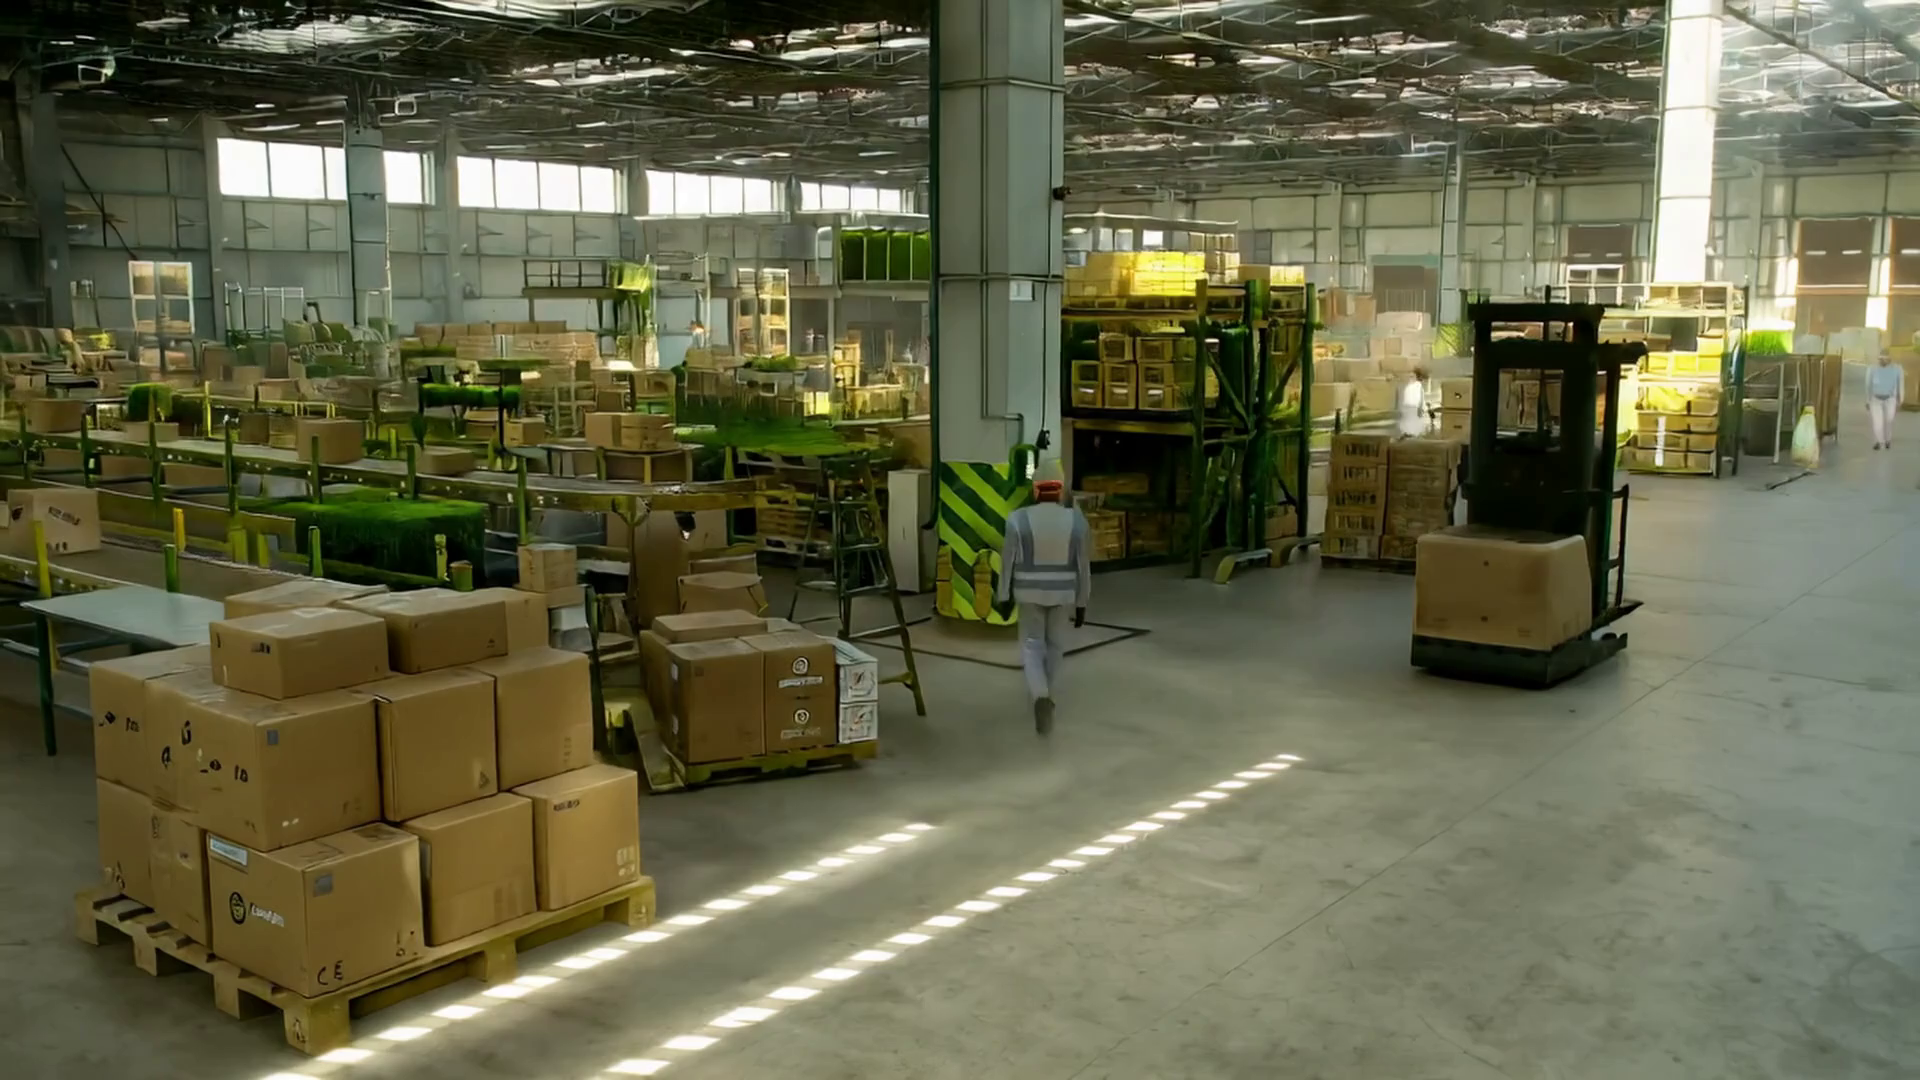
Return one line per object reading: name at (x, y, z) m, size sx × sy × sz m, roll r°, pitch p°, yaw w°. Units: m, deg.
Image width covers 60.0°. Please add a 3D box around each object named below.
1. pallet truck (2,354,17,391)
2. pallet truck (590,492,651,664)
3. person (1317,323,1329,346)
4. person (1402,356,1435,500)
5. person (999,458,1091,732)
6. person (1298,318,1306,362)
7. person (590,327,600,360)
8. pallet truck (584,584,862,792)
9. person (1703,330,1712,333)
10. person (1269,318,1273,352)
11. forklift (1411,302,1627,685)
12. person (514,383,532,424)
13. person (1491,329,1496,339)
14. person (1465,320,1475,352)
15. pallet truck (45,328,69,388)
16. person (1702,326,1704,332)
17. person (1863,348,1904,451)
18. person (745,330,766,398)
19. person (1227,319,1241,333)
pallet truck at (-24.881, -4.417, 42.634) m, size 1.885 × 1.965 × 0.823 m, roll 8°, pitch 11°, yaw 41°
pallet truck at (-3.115, 0.344, 12.883) m, size 0.653 × 1.274 × 1.630 m, roll 7°, pitch 11°, yaw 37°
person at (13.272, -7.014, 60.734) m, size 1.001 × 1.837 × 0.580 m, roll 0°, pitch 8°, yaw -2°
person at (6.350, -1.535, 23.103) m, size 0.437 × 2.028 × 0.604 m, roll 2°, pitch 9°, yaw 16°
person at (0.575, 0.362, 11.077) m, size 0.597 × 1.805 × 0.802 m, roll -1°, pitch 9°, yaw -7°
person at (14.120, -8.284, 68.720) m, size 0.399 × 1.989 × 0.622 m, roll -3°, pitch 9°, yaw -18°
person at (-12.422, -6.366, 56.633) m, size 0.297 × 1.744 × 0.484 m, roll -1°, pitch 8°, yaw -4°
pallet truck at (-1.426, 0.805, 10.019) m, size 1.601 × 1.201 × 0.680 m, roll -4°, pitch 9°, yaw -26°
person at (19.436, -4.481, 43.257) m, size 0.620 × 1.928 × 0.887 m, roll -7°, pitch 11°, yaw -41°
person at (15.335, -10.140, 81.730) m, size 0.506 × 1.846 × 0.345 m, roll -3°, pitch 9°, yaw -19°
forklift at (4.379, -0.438, 12.852) m, size 1.129 × 2.768 × 1.873 m, roll 7°, pitch 11°, yaw 37°
person at (-8.126, -2.490, 30.870) m, size 0.266 × 1.631 × 0.507 m, roll -8°, pitch 12°, yaw -43°
person at (14.662, -4.943, 46.477) m, size 0.548 × 1.920 × 0.621 m, roll -7°, pitch 11°, yaw -38°
person at (24.520, -9.856, 79.827) m, size 0.626 × 1.843 × 0.430 m, roll -3°, pitch 9°, yaw -17°
pallet truck at (-23.775, -4.544, 43.495) m, size 1.885 × 1.965 × 0.823 m, roll 6°, pitch 10°, yaw 35°
person at (24.639, -6.393, 55.814) m, size 0.536 × 2.000 × 0.672 m, roll -2°, pitch 9°, yaw -14°
person at (16.971, -2.575, 30.591) m, size 0.662 × 1.885 × 0.432 m, roll 5°, pitch 10°, yaw 29°
person at (-5.662, -4.876, 46.104) m, size 0.546 × 1.898 × 0.980 m, roll 8°, pitch 12°, yaw 44°
person at (10.976, -7.902, 66.539) m, size 0.550 × 1.887 × 1.011 m, roll 3°, pitch 9°, yaw 21°
